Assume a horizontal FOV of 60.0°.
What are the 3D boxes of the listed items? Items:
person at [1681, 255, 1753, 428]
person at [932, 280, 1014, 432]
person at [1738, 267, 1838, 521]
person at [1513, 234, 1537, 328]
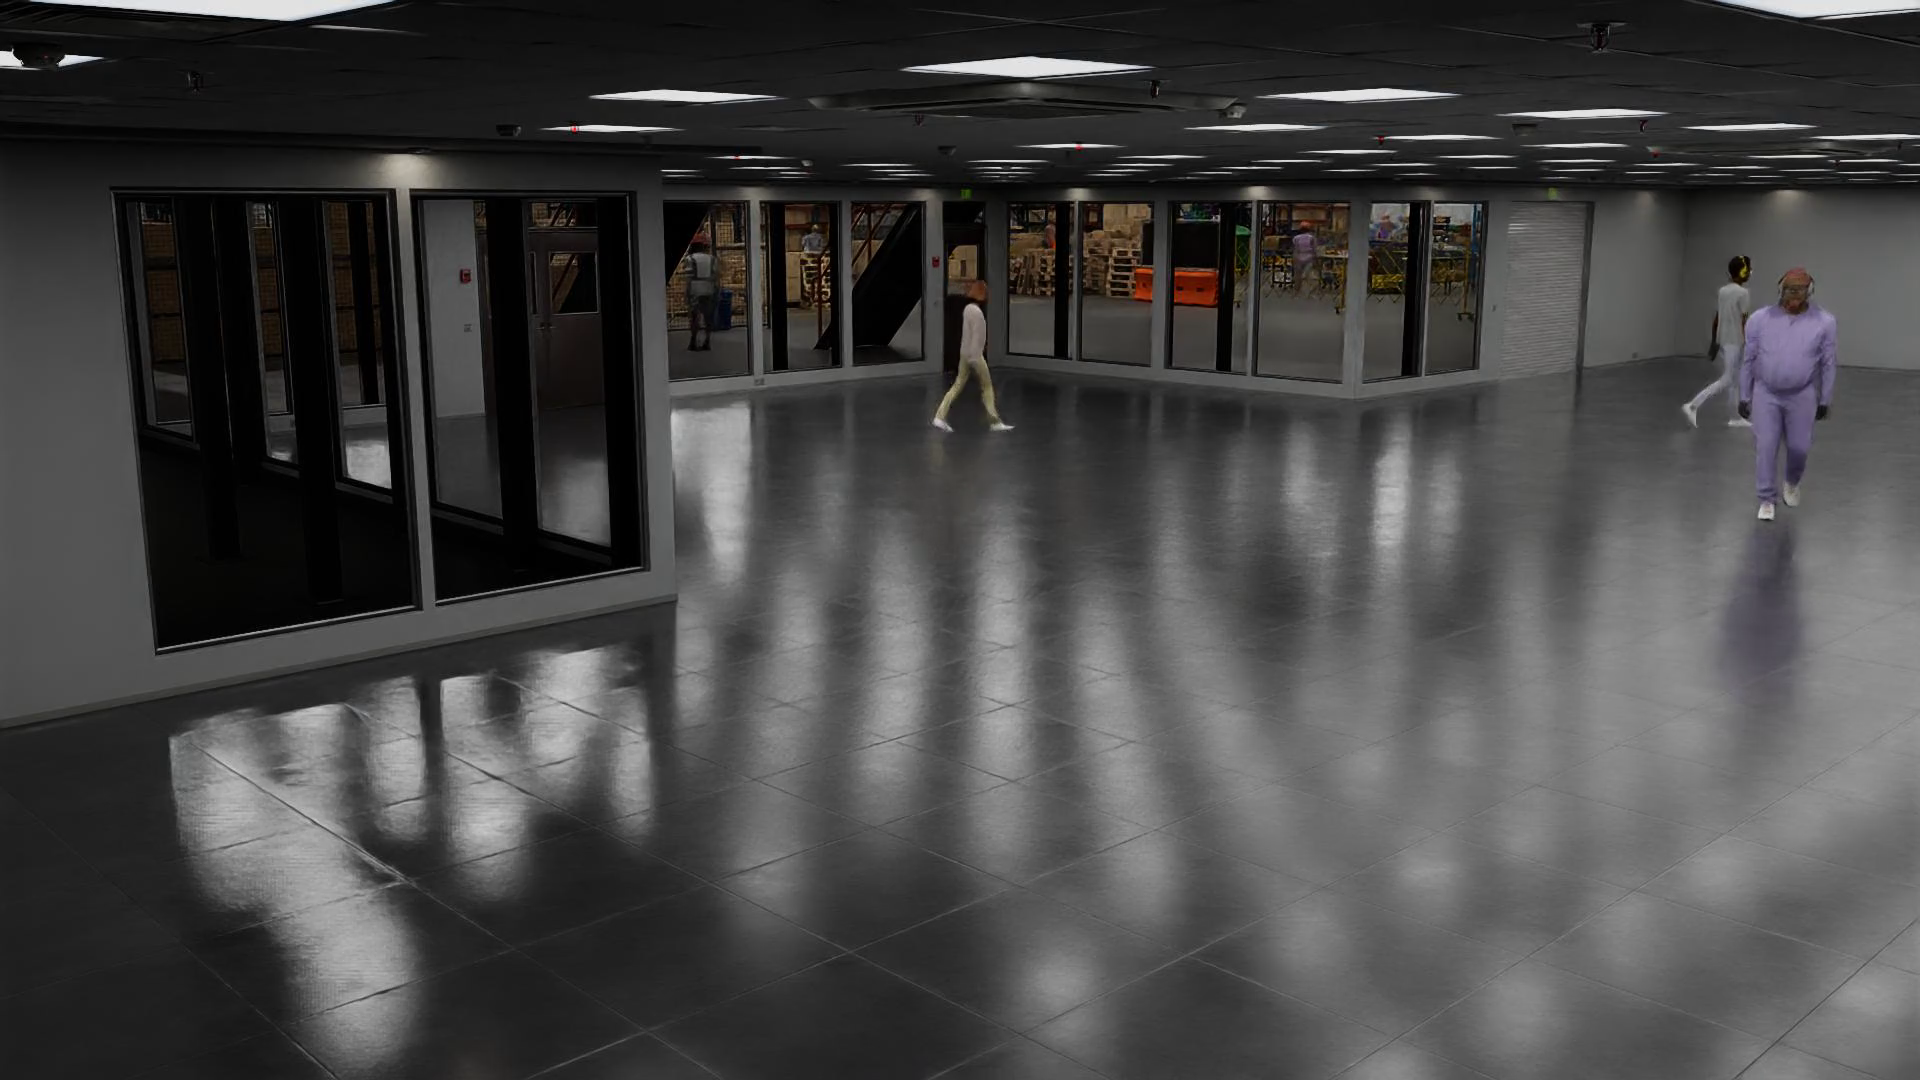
[{"bbox_3d":[8.104,-2.087,17.611,0.833,1.843,0.522,-1,11,-3],"label":"person"},{"bbox_3d":[0.107,-1.910,17.332,0.861,1.590,0.508,-4,12,-18],"label":"person"},{"bbox_3d":[6.202,-1.100,12.514,0.650,1.890,0.515,5,12,24],"label":"person"},{"bbox_3d":[10.749,-4.845,31.388,0.599,1.858,0.765,-11,15,-43],"label":"person"}]
